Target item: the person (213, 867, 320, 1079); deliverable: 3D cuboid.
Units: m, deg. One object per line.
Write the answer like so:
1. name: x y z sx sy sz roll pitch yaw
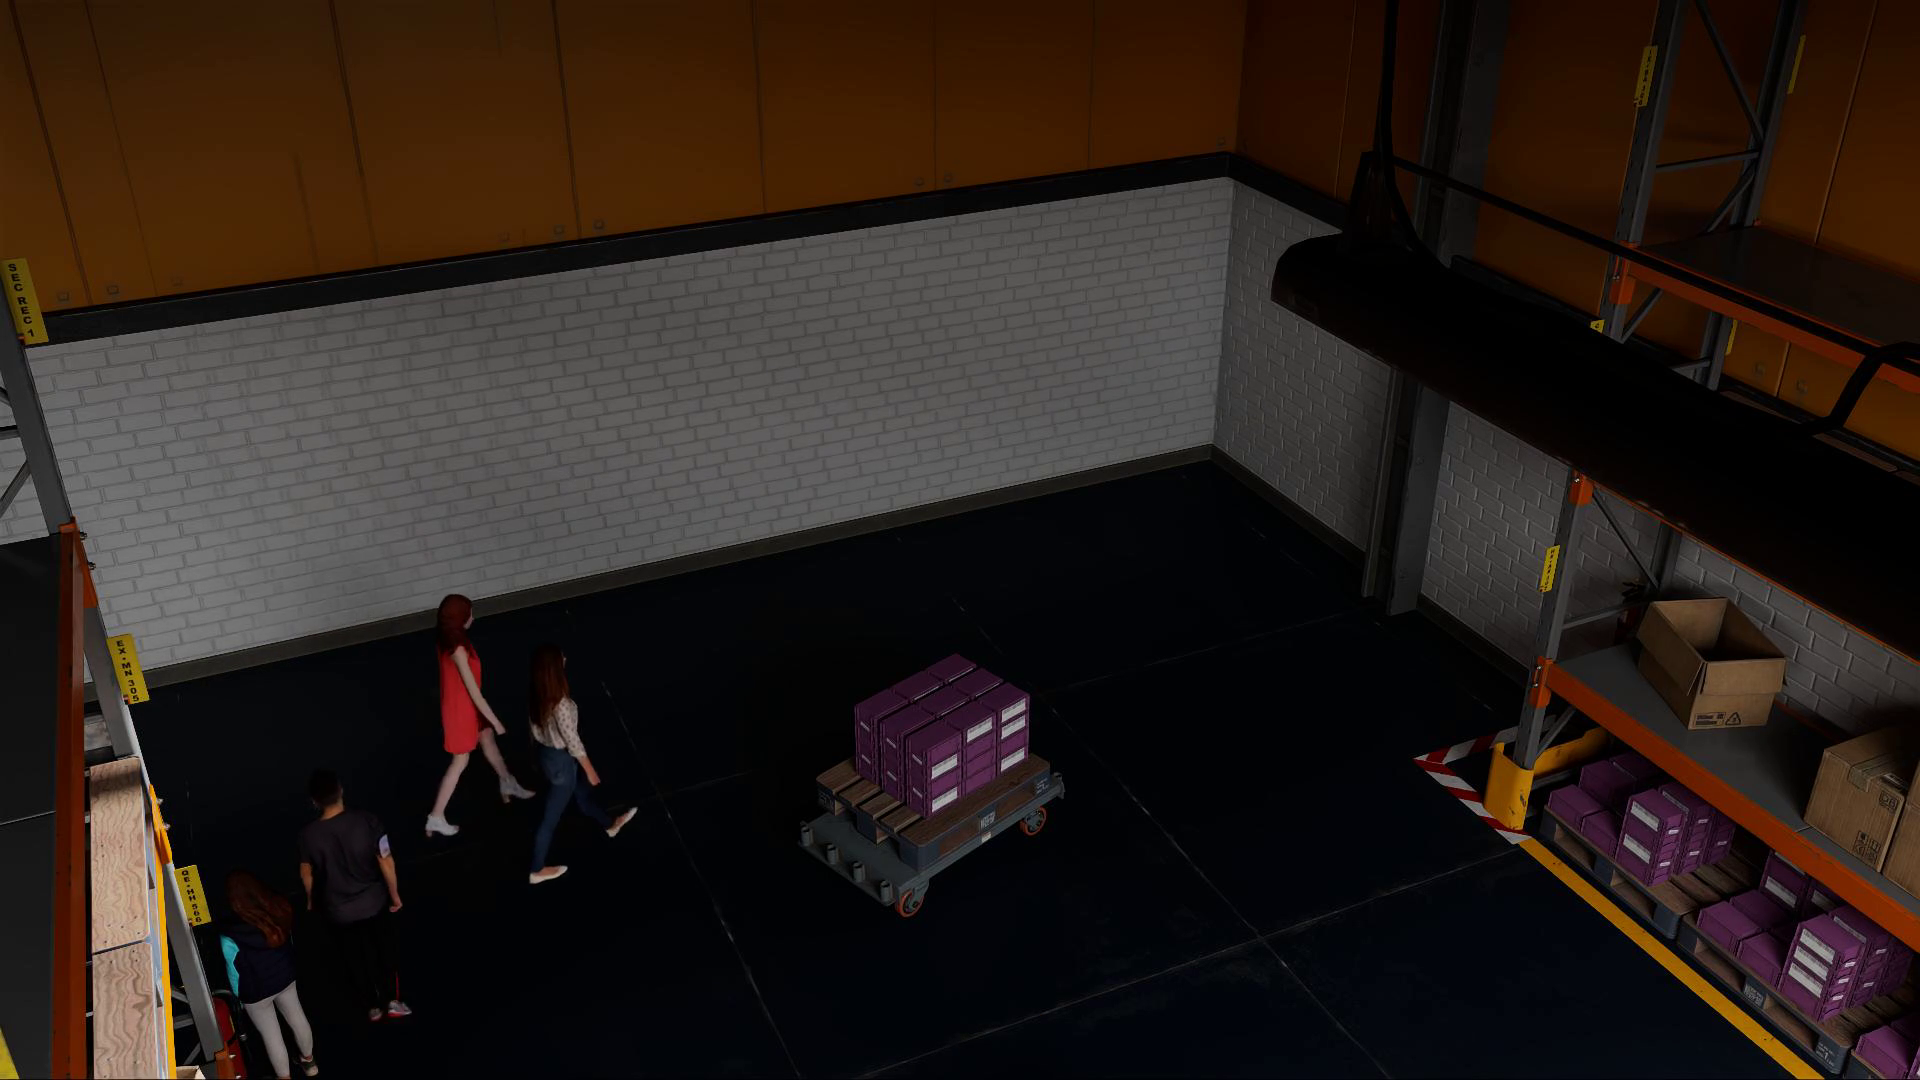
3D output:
1. person: -3.753 2.376 9.010 0.734 1.501 0.686 15 32 26

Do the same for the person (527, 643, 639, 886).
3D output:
1. person: -2.622 1.446 10.521 0.834 1.688 1.079 -21 35 -33

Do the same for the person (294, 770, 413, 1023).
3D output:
1. person: -3.397 2.080 9.299 0.649 1.745 0.735 -10 30 -18

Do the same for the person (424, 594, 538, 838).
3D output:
1. person: -3.342 1.192 10.891 0.698 1.779 0.943 -15 32 -26
